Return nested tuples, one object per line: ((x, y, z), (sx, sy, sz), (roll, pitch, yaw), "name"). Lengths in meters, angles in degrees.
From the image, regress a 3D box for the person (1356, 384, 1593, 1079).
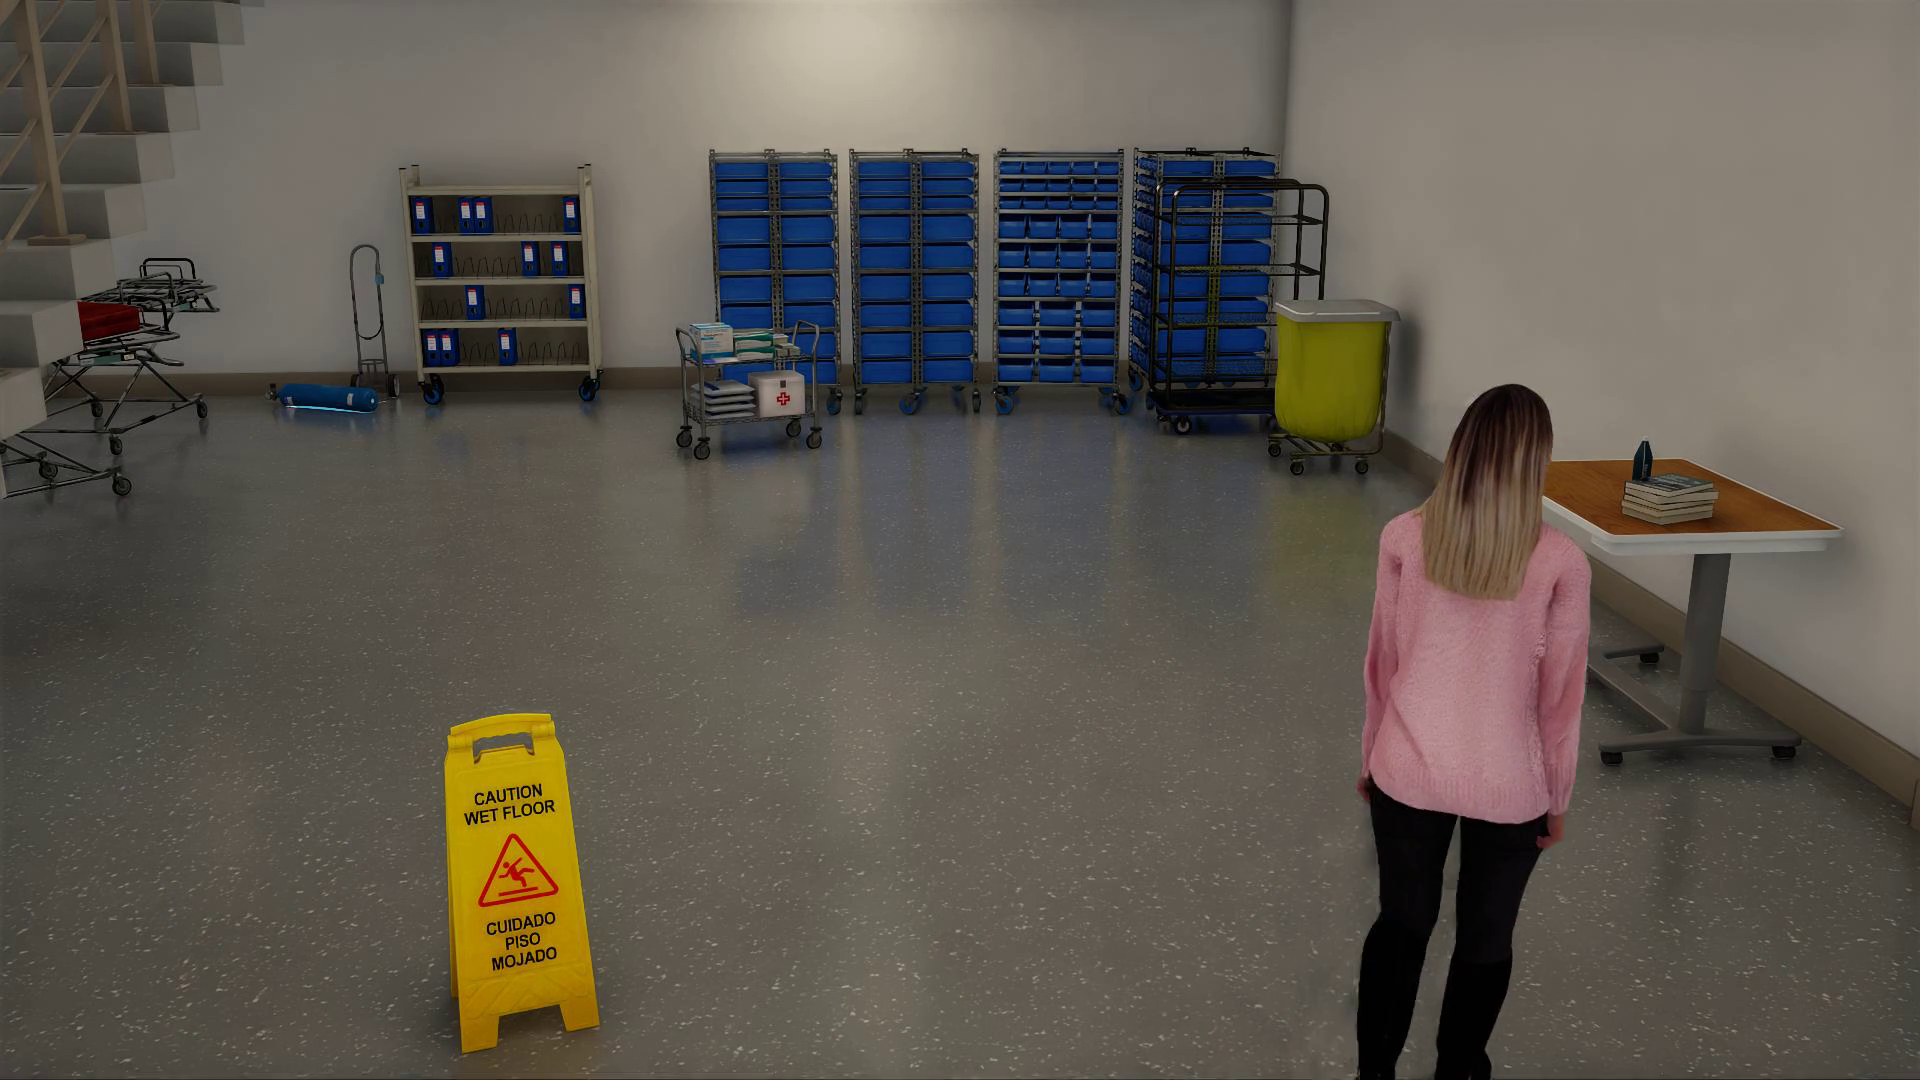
((1.005, 0.523, 3.419), (0.894, 1.671, 1.004), (9, 18, 30), "person")
